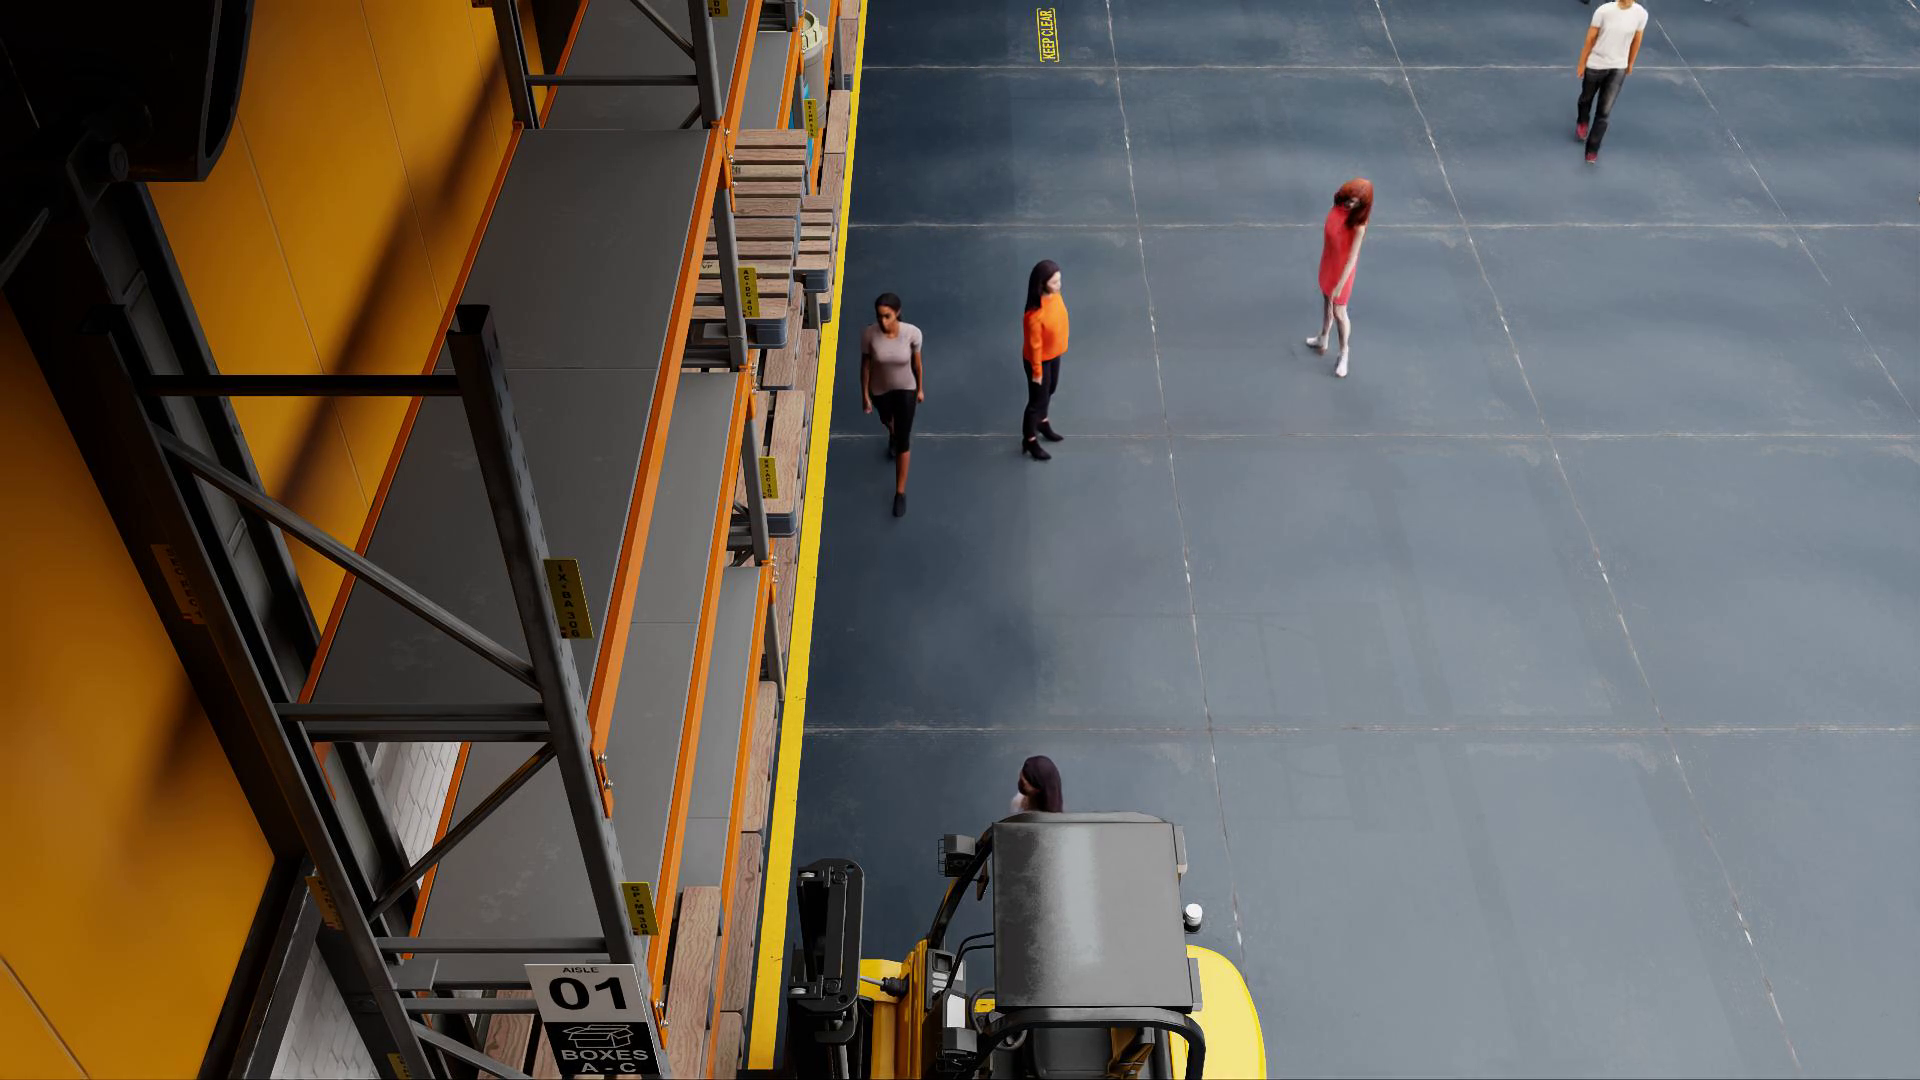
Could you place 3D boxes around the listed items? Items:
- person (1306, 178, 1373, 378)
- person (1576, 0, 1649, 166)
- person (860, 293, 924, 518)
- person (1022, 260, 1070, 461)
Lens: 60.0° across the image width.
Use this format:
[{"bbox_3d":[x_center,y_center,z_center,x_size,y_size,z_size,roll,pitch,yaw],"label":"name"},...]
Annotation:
[{"bbox_3d":[3.013,-2.188,13.237,0.816,1.795,0.556,3,44,3],"label":"person"},{"bbox_3d":[6.093,-4.511,15.699,0.864,1.762,1.217,10,45,11],"label":"person"},{"bbox_3d":[-0.498,-1.132,12.201,0.646,1.695,1.191,2,44,2],"label":"person"},{"bbox_3d":[0.603,-1.360,12.403,0.753,1.746,0.619,16,46,16],"label":"person"}]
